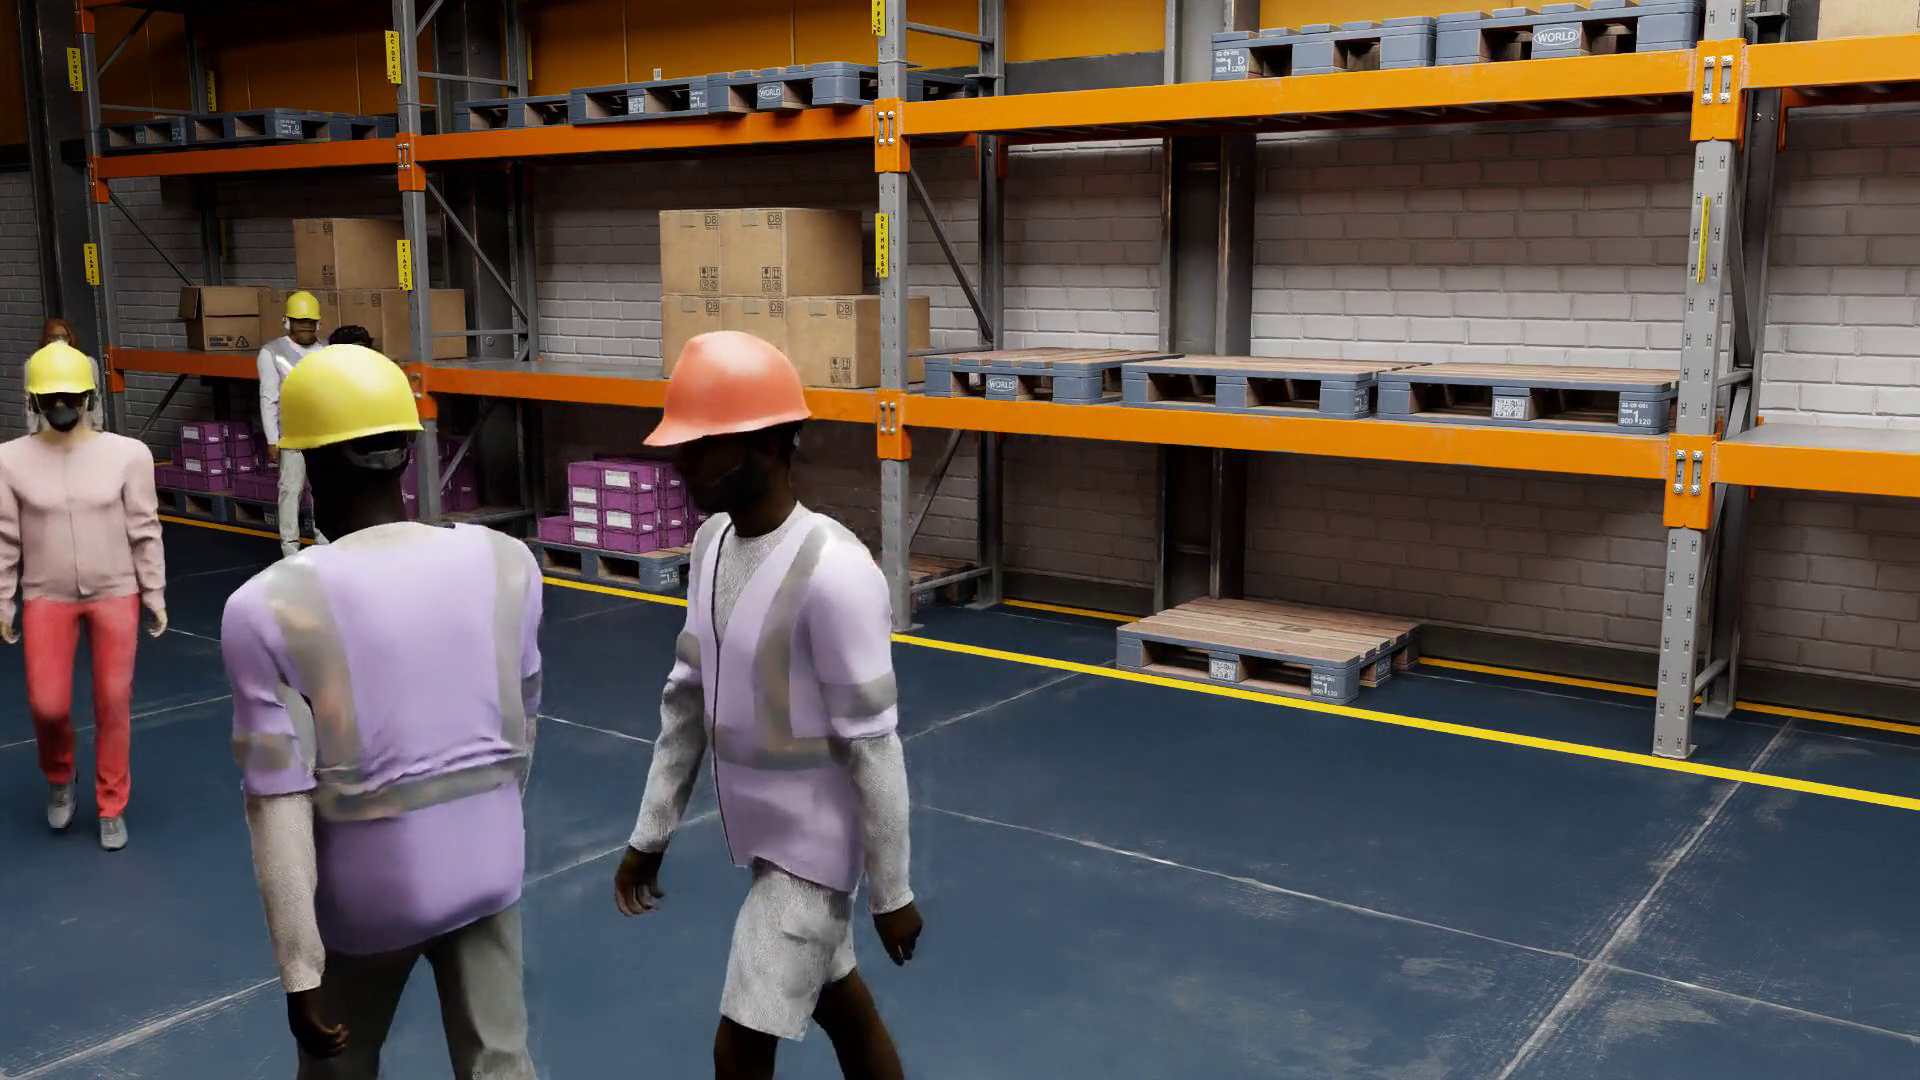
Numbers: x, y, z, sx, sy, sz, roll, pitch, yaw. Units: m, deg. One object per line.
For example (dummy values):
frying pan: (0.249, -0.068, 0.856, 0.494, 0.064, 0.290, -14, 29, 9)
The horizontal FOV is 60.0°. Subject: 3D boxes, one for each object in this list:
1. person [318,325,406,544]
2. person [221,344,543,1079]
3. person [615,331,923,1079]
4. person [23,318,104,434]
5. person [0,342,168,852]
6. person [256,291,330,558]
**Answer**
person: (-3.122, -0.264, 8.635, 0.317, 1.695, 0.540, 7, 12, 35)
person: (-1.031, 0.592, 3.007, 0.598, 1.874, 0.994, -8, 13, -41)
person: (-0.412, 0.570, 3.087, 0.950, 1.885, 0.545, -6, 11, -30)
person: (-6.546, -0.817, 12.171, 0.504, 1.619, 0.550, -7, 12, -37)
person: (-3.003, 0.202, 5.684, 0.535, 1.752, 0.414, -5, 11, -30)
person: (-4.242, -0.699, 10.829, 0.404, 1.827, 0.600, 7, 12, 35)
